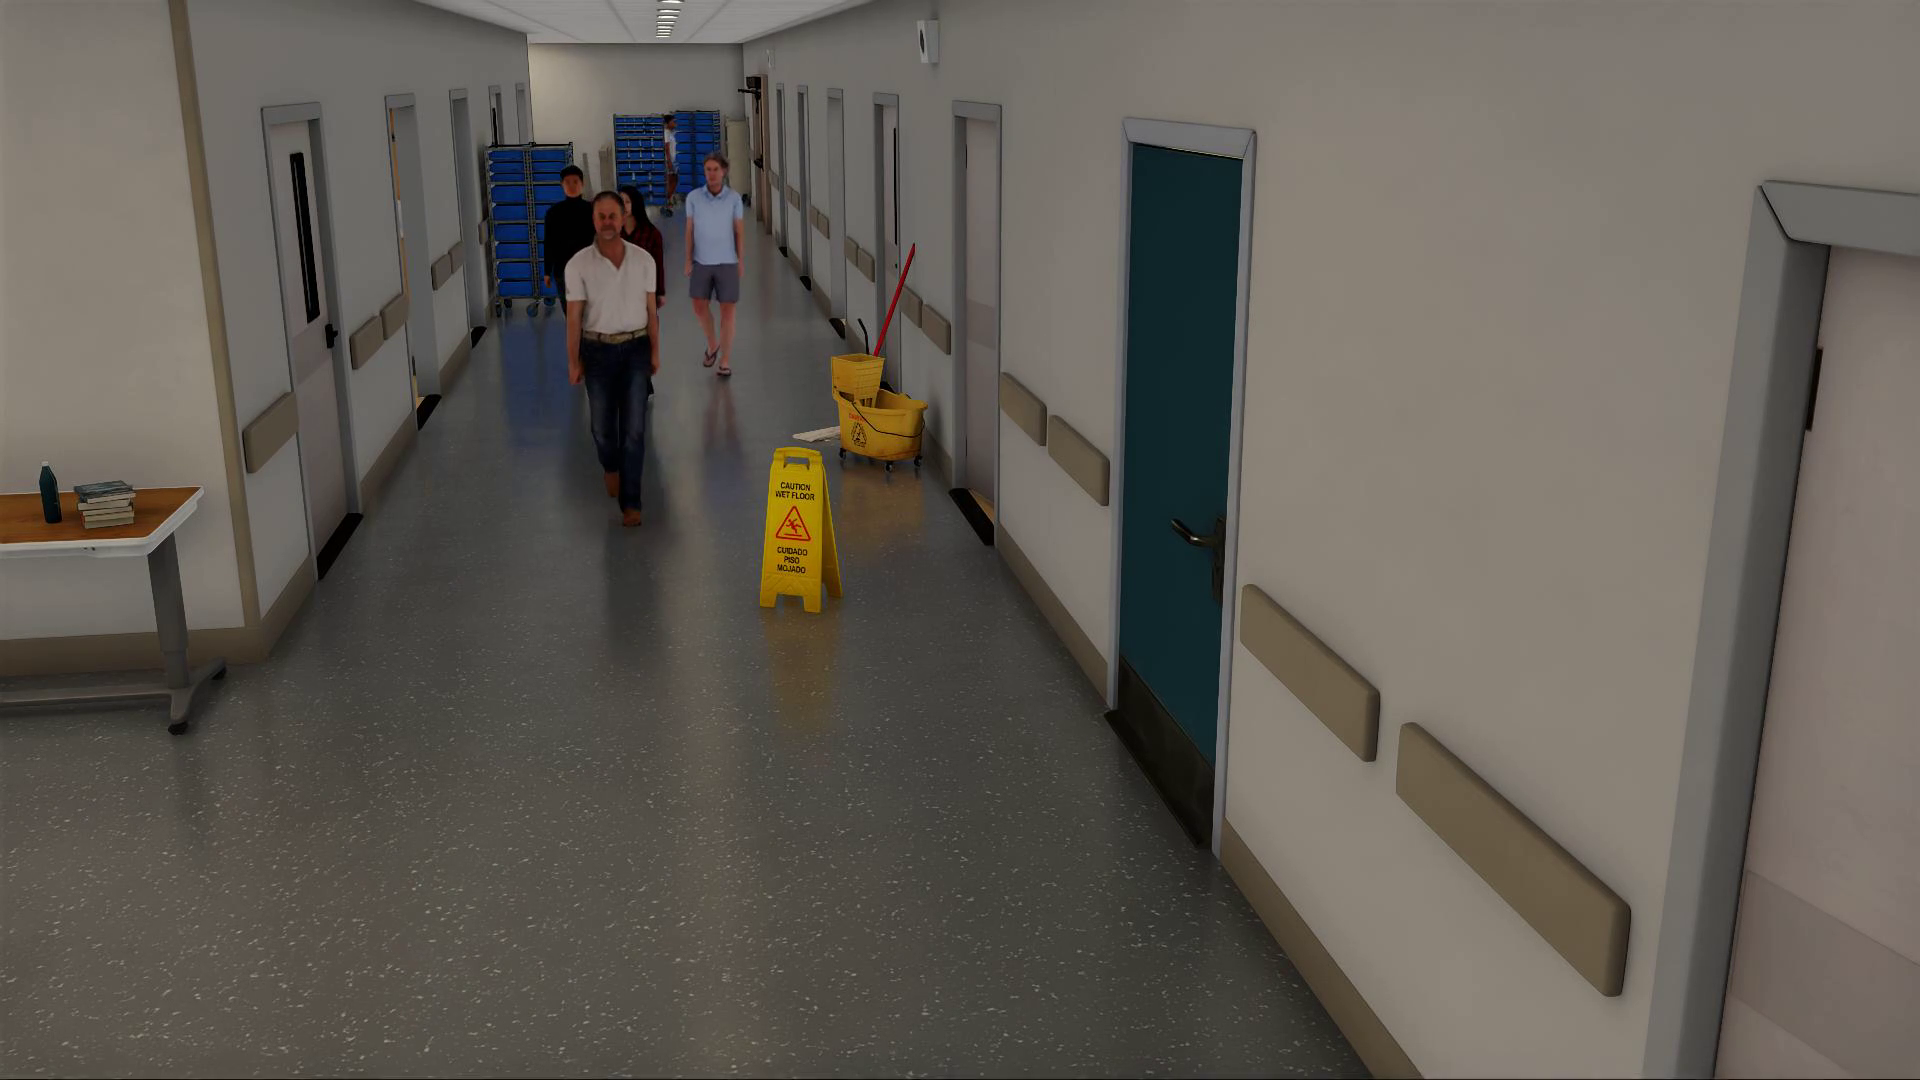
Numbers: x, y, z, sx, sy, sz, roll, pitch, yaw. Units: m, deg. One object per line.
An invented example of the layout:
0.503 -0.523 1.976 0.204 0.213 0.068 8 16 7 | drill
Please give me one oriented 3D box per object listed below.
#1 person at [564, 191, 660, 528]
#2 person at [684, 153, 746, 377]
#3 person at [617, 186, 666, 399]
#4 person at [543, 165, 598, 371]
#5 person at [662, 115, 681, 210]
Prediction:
-1.945 -1.037 9.413 0.689 1.819 1.190 -3 16 -11 | person
-2.028 -2.311 13.920 0.724 1.825 0.767 0 16 0 | person
-2.446 -1.854 12.664 0.740 1.628 0.988 1 16 3 | person
-3.236 -2.292 14.063 0.700 1.712 0.675 0 16 -1 | person
-5.402 -6.949 30.627 0.827 1.686 0.665 -2 16 -6 | person
